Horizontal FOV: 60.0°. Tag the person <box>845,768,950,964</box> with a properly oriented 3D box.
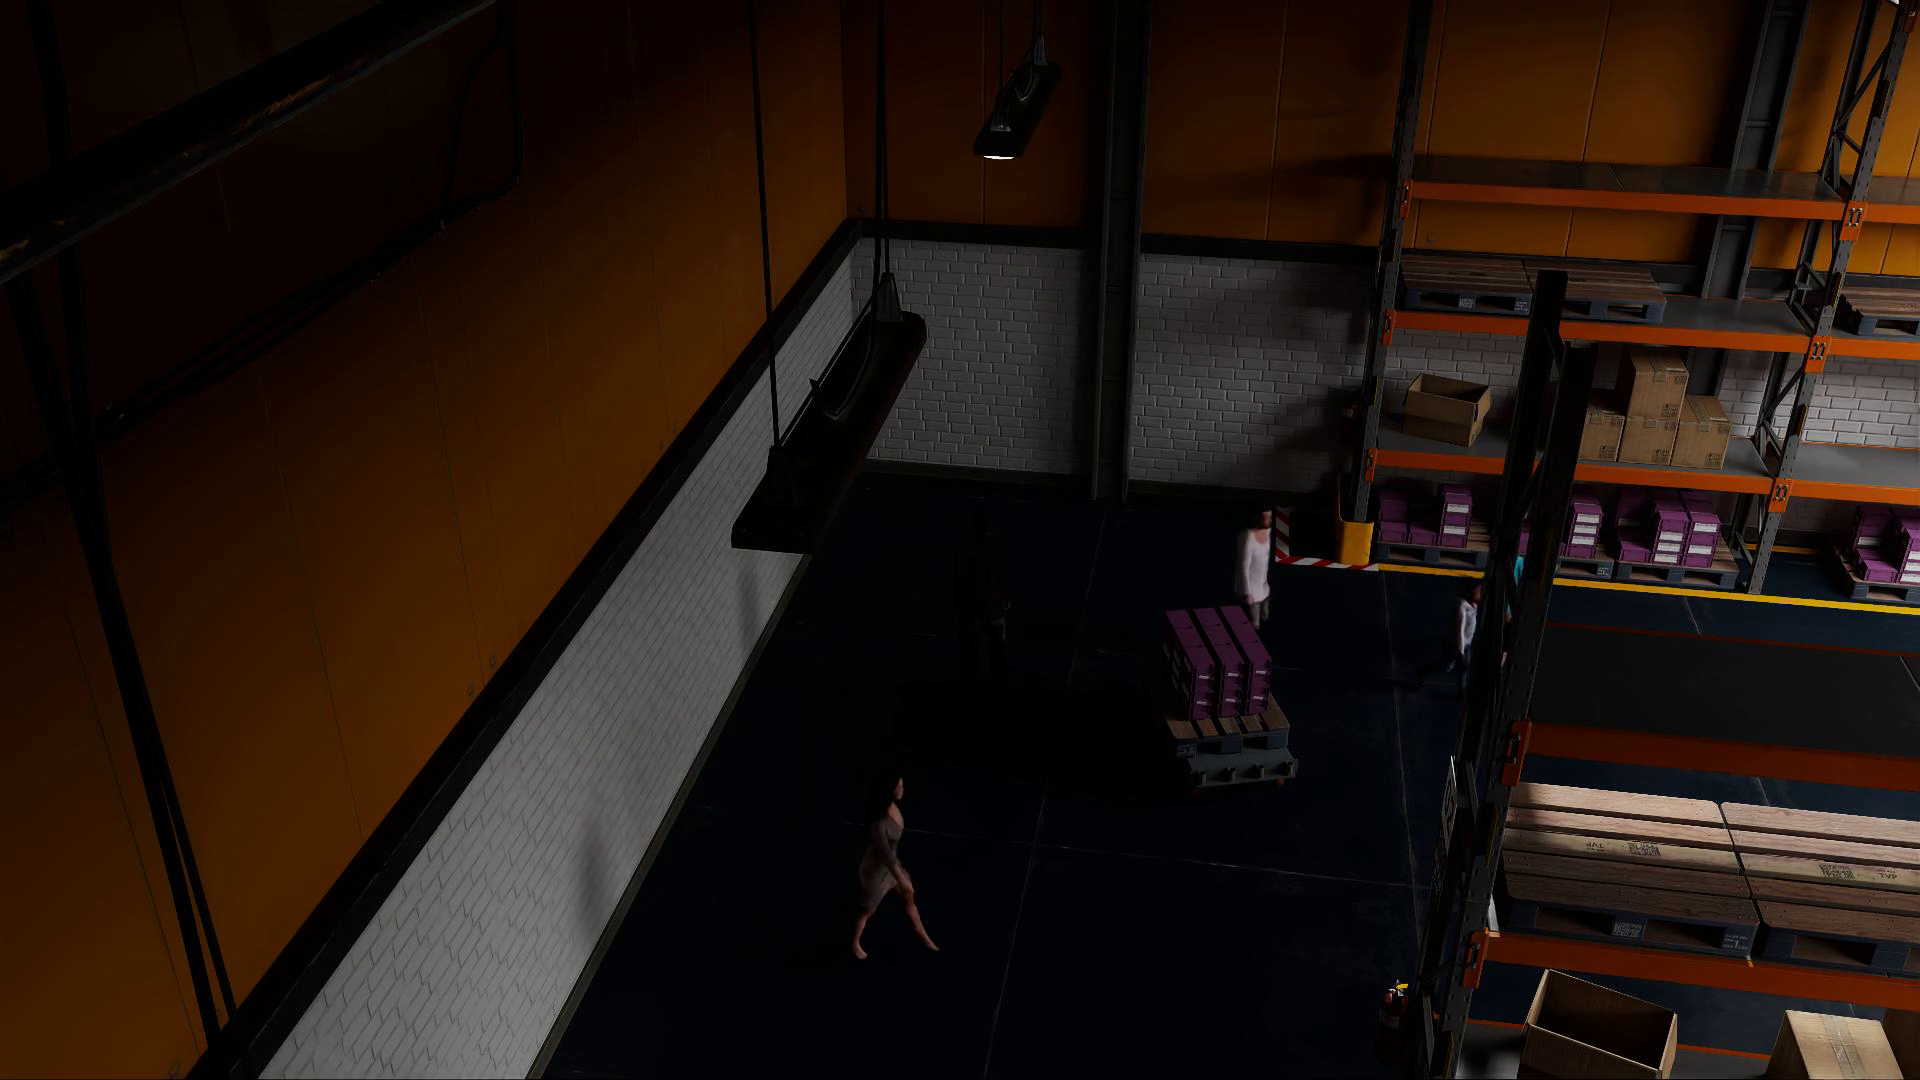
[{"bbox_3d":[-0.661,2.364,11.887,0.960,1.708,0.585,5,29,10],"label":"person"}]

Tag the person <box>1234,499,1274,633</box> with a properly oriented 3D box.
[{"bbox_3d":[2.648,0.392,15.384,1.054,1.823,0.921,14,32,24],"label":"person"}]

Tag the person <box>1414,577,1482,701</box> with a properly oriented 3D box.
[{"bbox_3d":[4.470,0.885,15.087,0.910,1.242,0.735,22,36,35],"label":"person"}]

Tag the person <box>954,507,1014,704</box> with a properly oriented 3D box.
[{"bbox_3d":[0.201,0.582,14.944,0.645,1.911,0.819,-4,29,-8],"label":"person"}]

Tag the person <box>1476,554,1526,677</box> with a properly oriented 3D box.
[{"bbox_3d":[5.017,0.591,15.467,1.008,1.393,0.737,11,30,19],"label":"person"}]
